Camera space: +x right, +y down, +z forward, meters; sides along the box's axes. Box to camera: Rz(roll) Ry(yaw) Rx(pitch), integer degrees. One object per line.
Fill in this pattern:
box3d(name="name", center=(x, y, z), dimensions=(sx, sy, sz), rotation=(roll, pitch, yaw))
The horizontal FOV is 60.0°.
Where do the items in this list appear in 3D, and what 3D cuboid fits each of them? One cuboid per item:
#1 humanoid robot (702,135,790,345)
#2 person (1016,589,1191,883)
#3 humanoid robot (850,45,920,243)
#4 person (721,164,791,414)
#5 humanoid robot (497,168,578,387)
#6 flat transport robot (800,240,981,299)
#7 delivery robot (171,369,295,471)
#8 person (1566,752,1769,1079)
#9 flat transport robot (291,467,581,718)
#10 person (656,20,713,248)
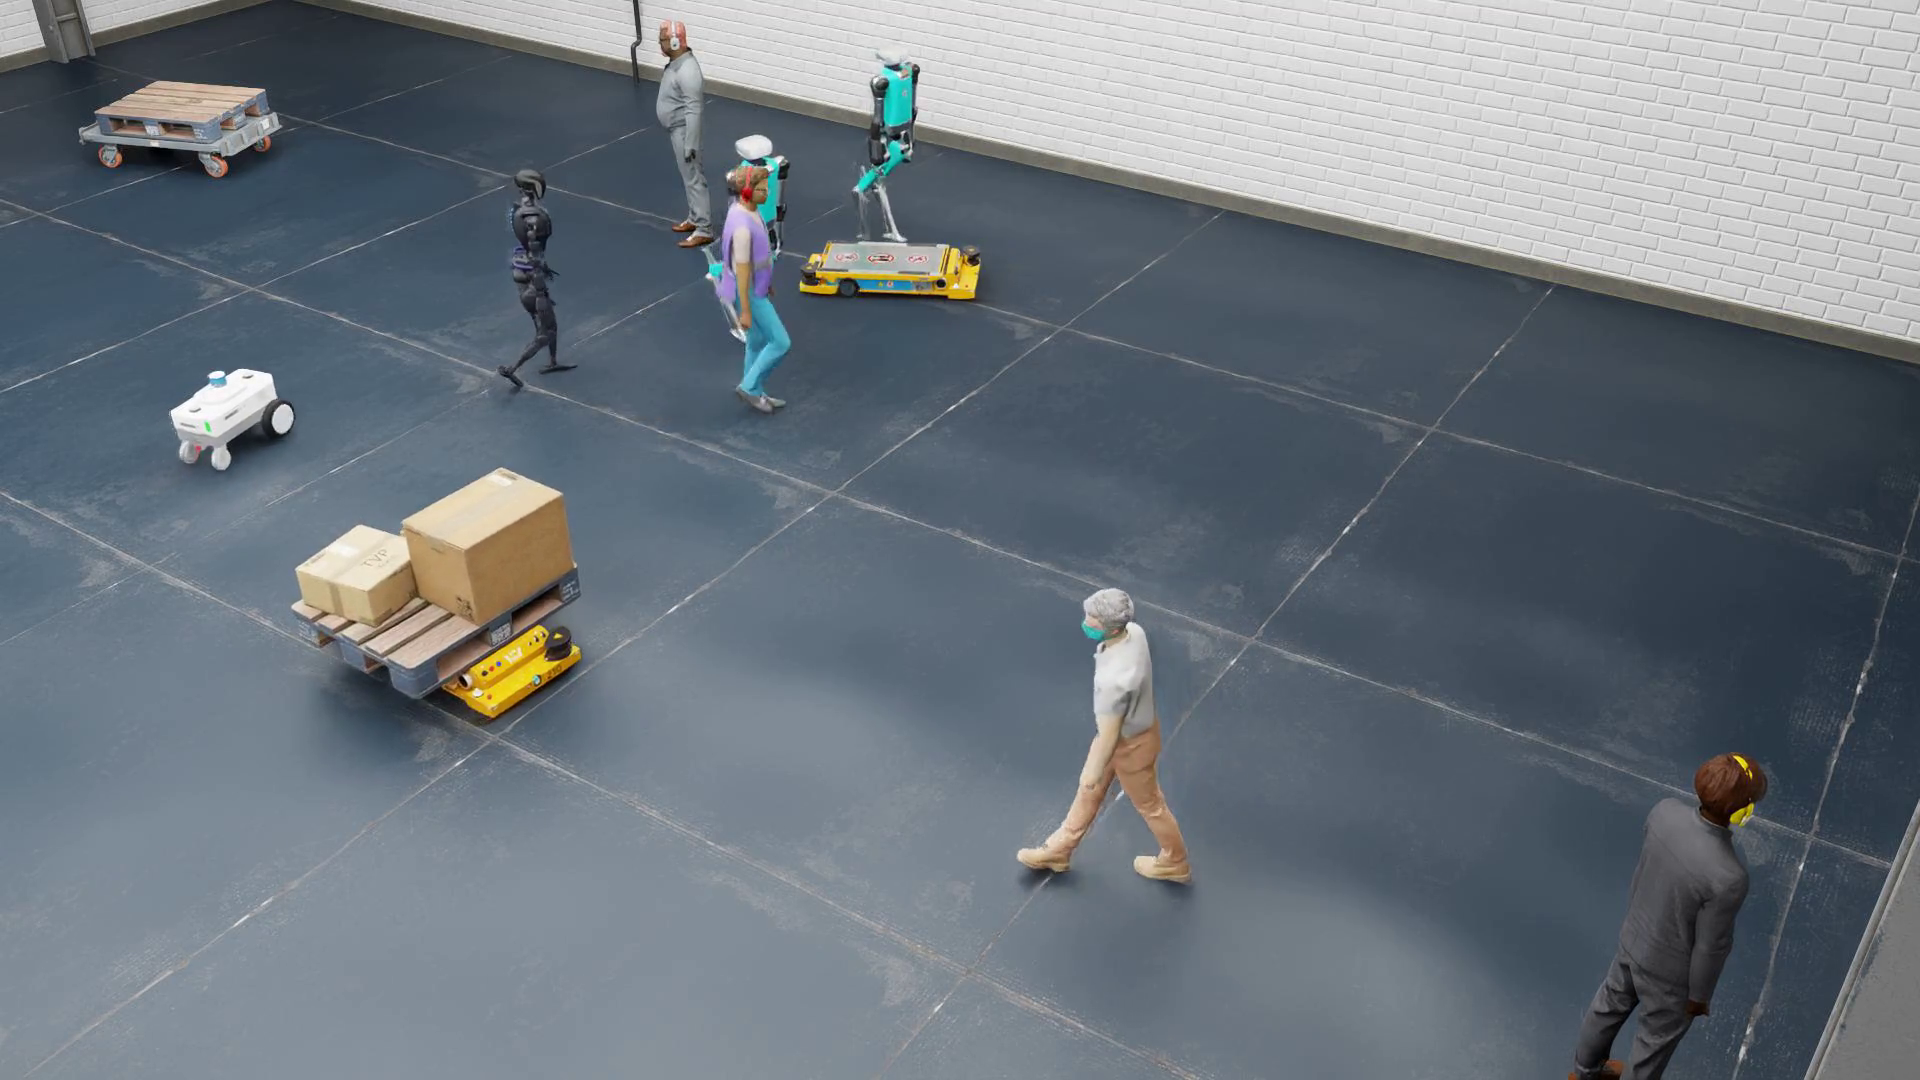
box3d(name="humanoid robot", center=(-1.631, -2.175, 12.314), dimensions=(0.543, 1.795, 0.840), rotation=(-27, 42, -36))
box3d(name="person", center=(0.710, 0.896, 7.540), dimensions=(0.853, 1.692, 0.491), rotation=(2, 33, 2))
box3d(name="humanoid robot", center=(-0.721, -3.304, 14.117), dimensions=(0.752, 1.860, 0.552), rotation=(23, 39, 31))
box3d(name="person", center=(-1.405, -1.700, 11.454), dimensions=(0.473, 1.825, 0.590), rotation=(-2, 33, -3))
box3d(name="humanoid robot", center=(-3.114, -1.882, 11.888), dimensions=(0.509, 1.638, 0.607), rotation=(-7, 33, -10))
box3d(name="flat transport robot", center=(-0.565, -2.225, 13.718), dimensions=(1.431, 0.231, 0.659), rotation=(3, 33, 4))
box3d(name="delivery robot", center=(-4.984, -0.871, 11.363), dimensions=(0.499, 0.612, 0.796), rotation=(11, 34, 17))
box3d(name="person", center=(2.696, 1.569, 6.344), dimensions=(0.353, 1.866, 0.490), rotation=(-9, 34, -13))
box3d(name="flat transport robot", center=(-2.899, 0.529, 9.433), dimensions=(1.431, 0.231, 0.659), rotation=(21, 38, 29))
box3d(name="person", center=(-2.348, -3.438, 14.093), dimensions=(0.406, 1.905, 0.650), rotation=(-9, 34, -13))
